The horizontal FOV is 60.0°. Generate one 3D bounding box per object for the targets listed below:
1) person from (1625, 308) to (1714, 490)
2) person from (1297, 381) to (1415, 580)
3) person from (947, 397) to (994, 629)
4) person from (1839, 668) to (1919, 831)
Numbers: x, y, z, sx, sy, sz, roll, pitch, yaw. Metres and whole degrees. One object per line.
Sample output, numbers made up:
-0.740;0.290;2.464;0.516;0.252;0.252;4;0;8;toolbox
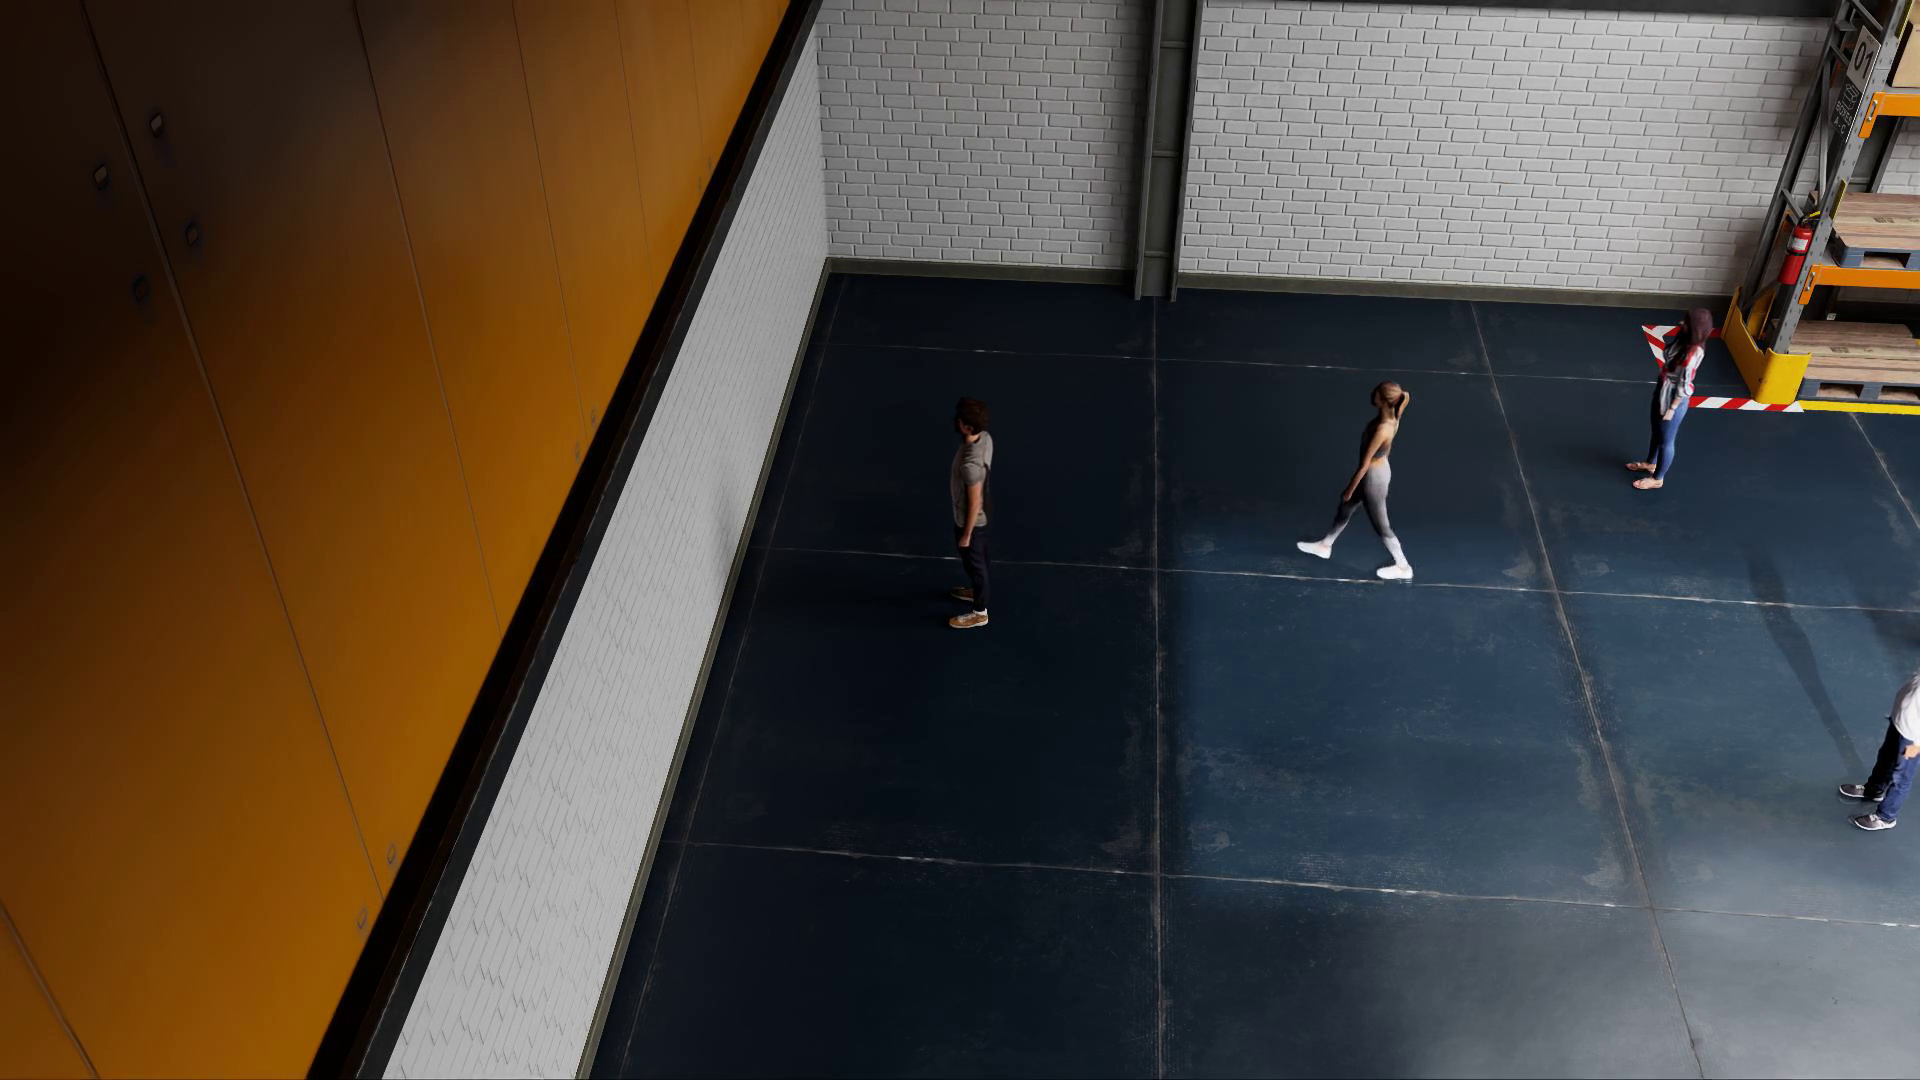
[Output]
5.614;-1.124;13.107;0.498;1.613;0.581;4;39;5;person
3.096;-0.379;12.138;1.191;1.658;0.826;15;41;18;person
0.089;-0.197;11.719;0.547;1.896;0.631;4;39;5;person
5.912;1.155;10.298;0.509;1.556;0.530;4;39;5;person
